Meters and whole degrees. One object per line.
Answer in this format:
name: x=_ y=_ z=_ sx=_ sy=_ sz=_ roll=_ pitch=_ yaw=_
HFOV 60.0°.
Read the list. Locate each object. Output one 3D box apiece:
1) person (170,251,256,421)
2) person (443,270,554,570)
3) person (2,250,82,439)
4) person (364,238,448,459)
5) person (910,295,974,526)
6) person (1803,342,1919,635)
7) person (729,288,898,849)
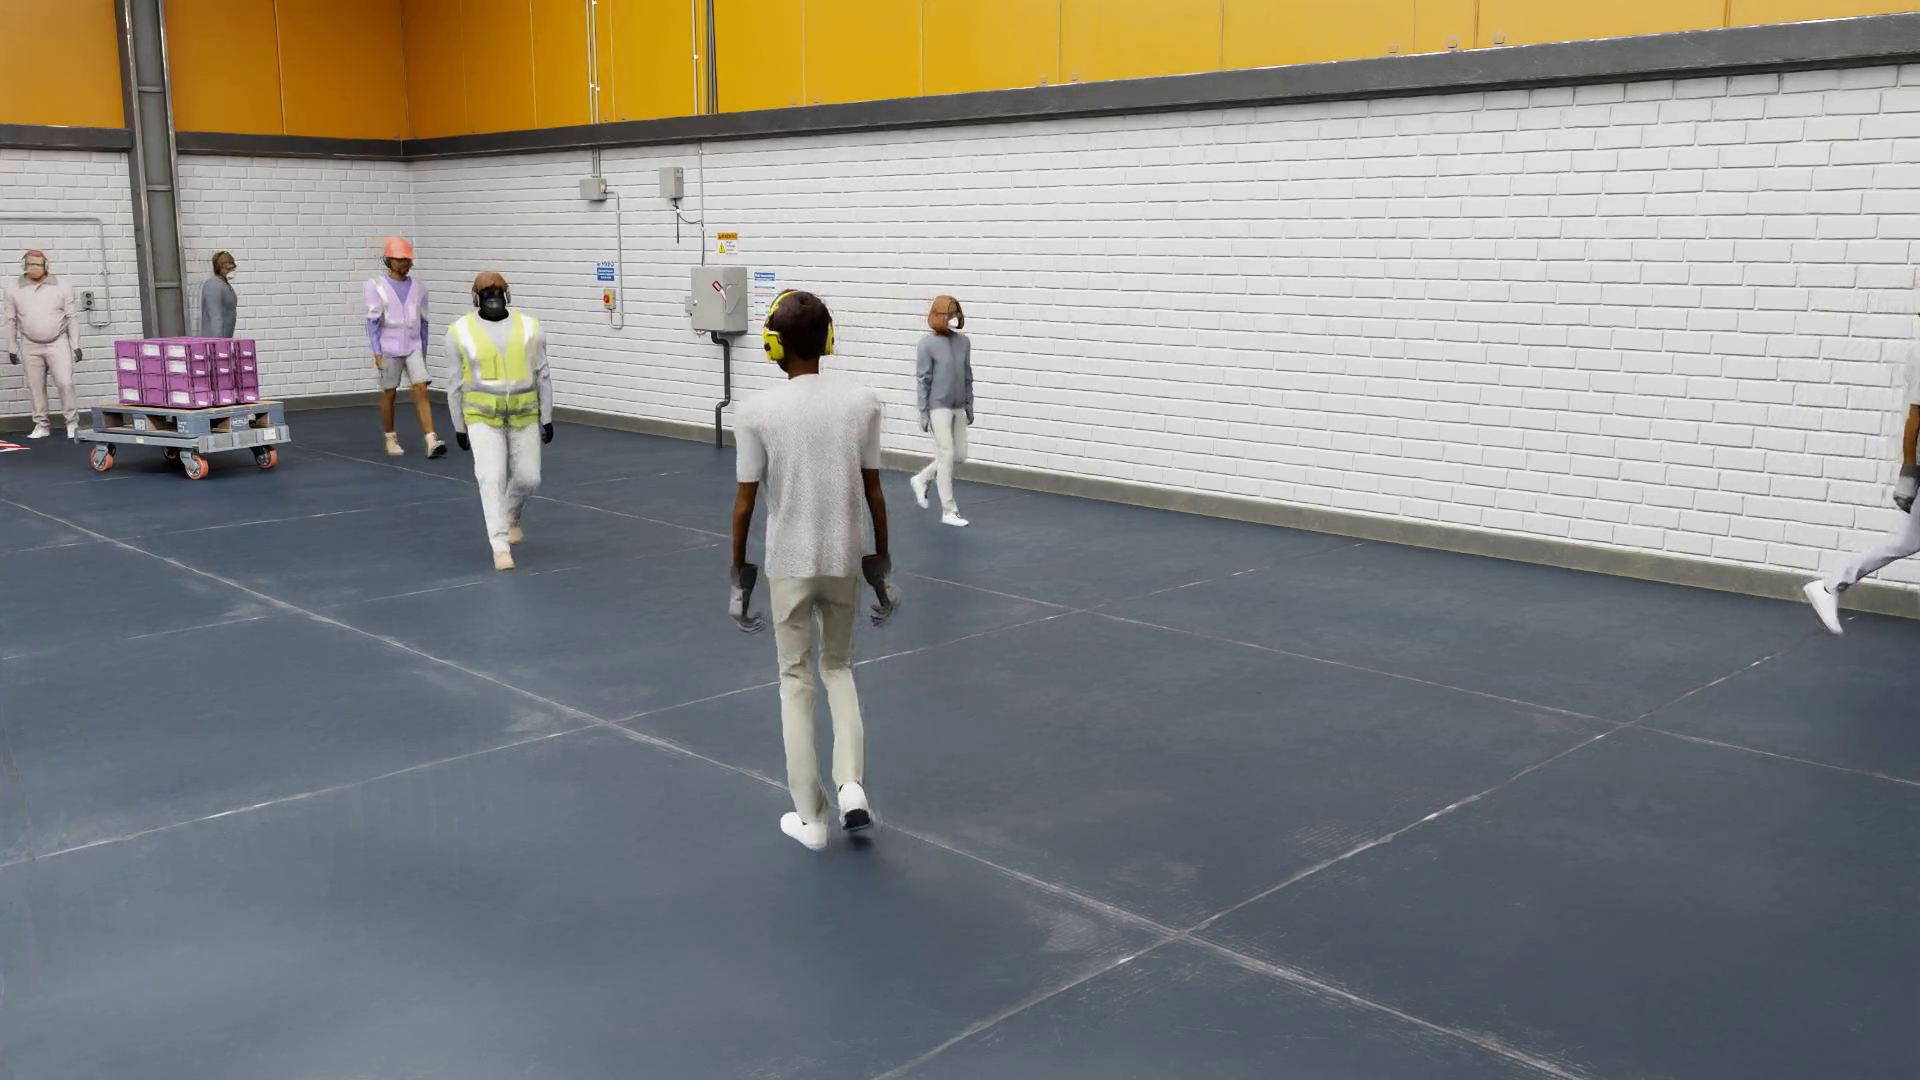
person: x=-7.626 y=-2.014 z=17.012 sx=0.994 sy=1.880 sz=0.684 roll=-2 pitch=11 yaw=-10
person: x=-2.840 y=-0.755 z=10.264 sx=0.629 sy=1.817 sz=0.635 roll=-5 pitch=12 yaw=-26
person: x=-9.103 y=-1.930 z=16.526 sx=0.668 sy=1.883 sz=0.448 roll=-4 pitch=11 yaw=-22
person: x=-5.023 y=-1.716 z=15.034 sx=0.618 sy=1.989 sz=1.041 roll=-8 pitch=13 yaw=-37
person: x=-0.140 y=-0.921 z=11.720 sx=0.585 sy=1.611 sz=0.509 roll=10 pitch=14 yaw=43
person: x=4.653 y=-0.370 z=8.115 sx=0.841 sy=1.847 sz=0.521 roll=8 pitch=13 yaw=38
person: x=-0.493 y=0.108 z=5.487 sx=0.556 sy=1.850 sz=0.376 roll=-4 pitch=11 yaw=-22
